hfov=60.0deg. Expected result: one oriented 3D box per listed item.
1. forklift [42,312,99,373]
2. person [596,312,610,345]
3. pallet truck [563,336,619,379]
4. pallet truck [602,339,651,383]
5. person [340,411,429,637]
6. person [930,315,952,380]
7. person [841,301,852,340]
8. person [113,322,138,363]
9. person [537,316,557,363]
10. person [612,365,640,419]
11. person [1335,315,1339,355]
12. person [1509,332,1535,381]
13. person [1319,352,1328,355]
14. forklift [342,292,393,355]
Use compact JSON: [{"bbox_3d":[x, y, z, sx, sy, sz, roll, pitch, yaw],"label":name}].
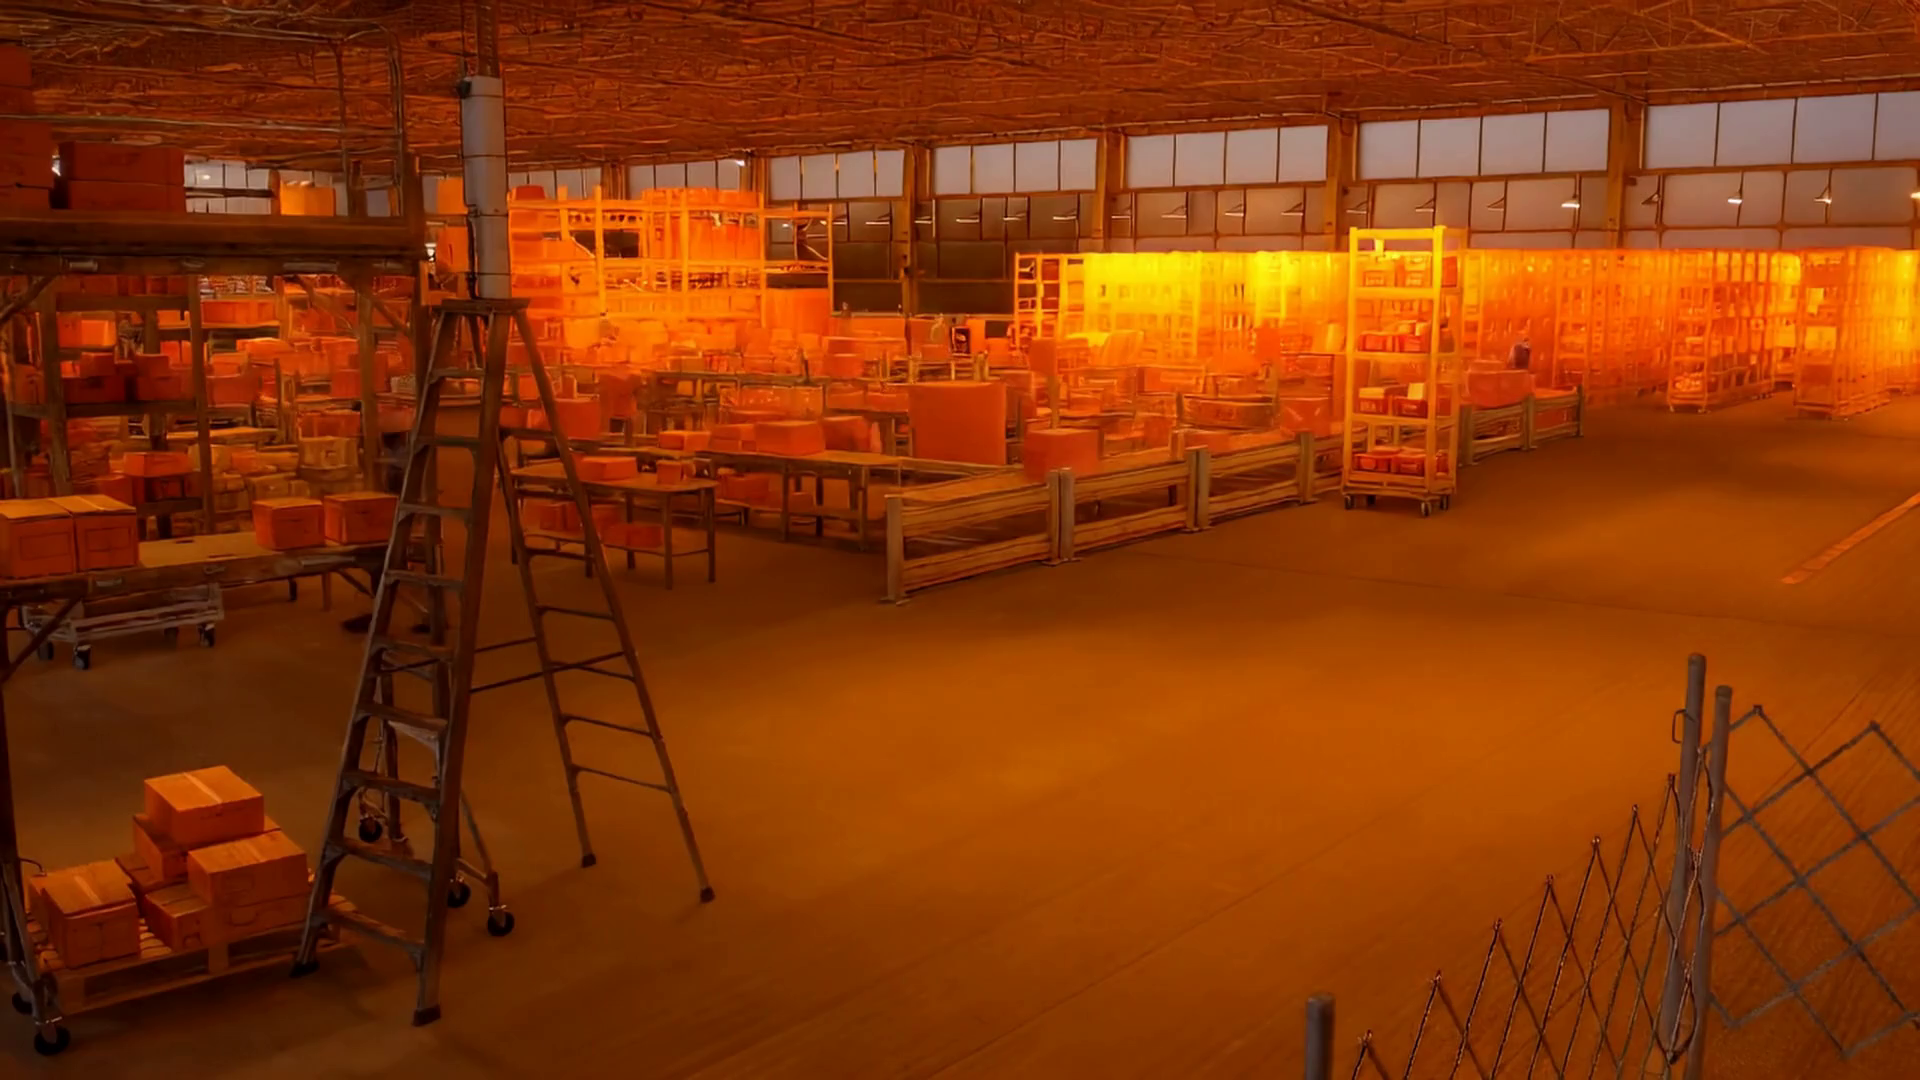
[{"bbox_3d":[-23.779,-5.451,44.052,1.873,2.768,1.129,7,11,36],"label":"forklift"},{"bbox_3d":[-12.361,-7.055,57.709,0.532,1.729,0.926,7,12,38],"label":"person"},{"bbox_3d":[-10.690,-5.294,48.215,1.601,1.201,0.680,-5,10,-26],"label":"pallet truck"},{"bbox_3d":[-8.991,-4.871,45.351,0.653,1.274,1.630,7,11,37],"label":"pallet truck"},{"bbox_3d":[-4.710,-0.109,13.757,0.931,1.895,0.574,-9,13,-43],"label":"person"},{"bbox_3d":[-0.564,-5.348,46.483,0.652,1.888,0.725,-7,12,-39],"label":"person"},{"bbox_3d":[-4.597,-8.684,67.211,0.631,1.921,0.461,6,11,31],"label":"person"},{"bbox_3d":[-17.182,-3.489,34.411,0.377,2.044,0.608,2,9,14],"label":"person"},{"bbox_3d":[-12.215,-5.709,49.051,0.605,1.785,0.902,5,10,29],"label":"person"},{"bbox_3d":[-5.348,-2.005,26.577,0.868,1.587,0.504,-5,10,-26],"label":"person"},{"bbox_3d":[11.110,-5.808,49.048,1.032,1.985,0.634,8,12,40],"label":"person"},{"bbox_3d":[12.023,-3.525,35.378,0.596,1.796,0.939,-8,12,-41],"label":"person"},{"bbox_3d":[8.259,-3.886,37.790,0.543,1.749,0.507,-7,12,-39],"label":"person"},{"bbox_3d":[-16.485,-5.622,45.120,1.129,2.768,1.873,7,11,37],"label":"forklift"}]
